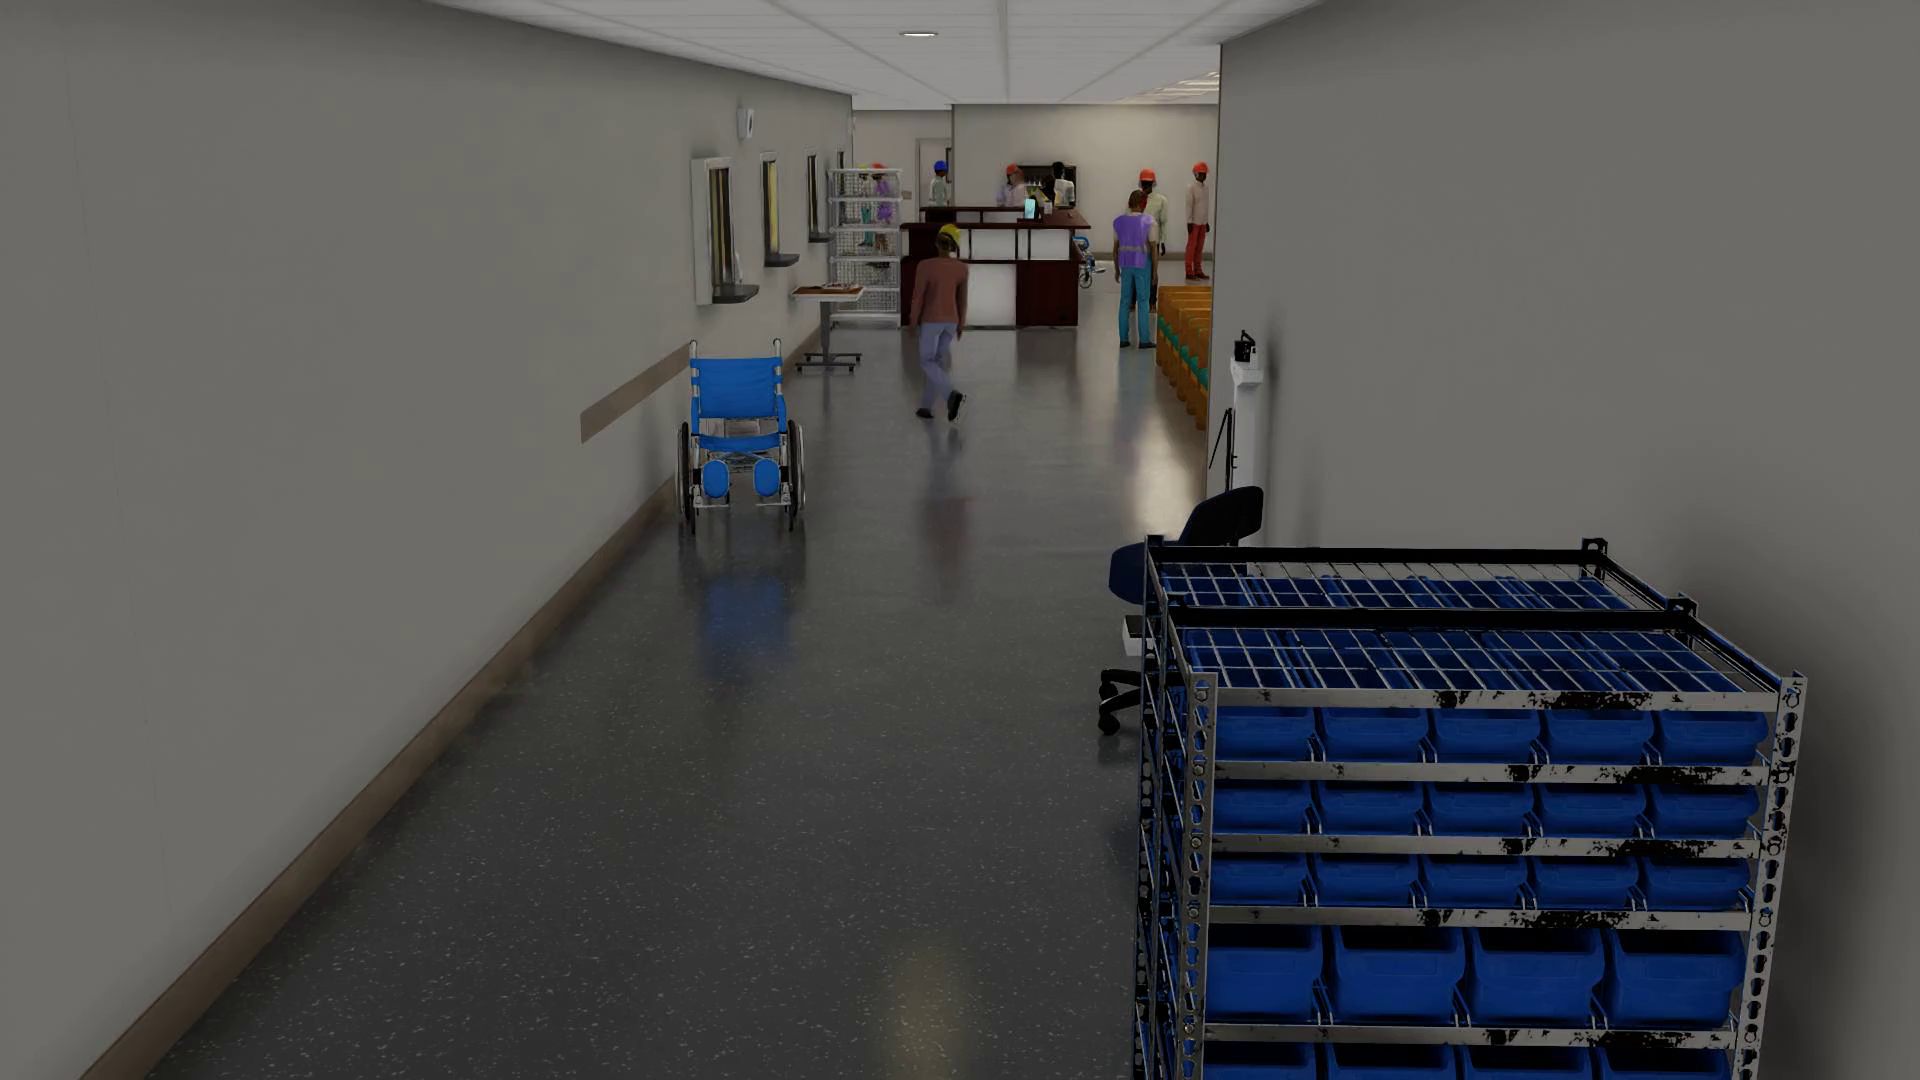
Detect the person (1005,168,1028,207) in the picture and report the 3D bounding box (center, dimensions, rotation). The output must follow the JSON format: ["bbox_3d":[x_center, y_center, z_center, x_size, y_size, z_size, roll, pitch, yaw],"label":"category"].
[{"bbox_3d":[1.009,-5.544,29.098,0.622,1.867,0.704,0,14,-1],"label":"person"}]

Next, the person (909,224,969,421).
[{"bbox_3d":[-0.138,-1.898,14.588,0.562,1.715,0.703,-9,17,-34],"label":"person"}]

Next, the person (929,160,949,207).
[{"bbox_3d":[-0.407,-6.342,32.155,0.400,1.949,0.605,-3,14,-10],"label":"person"}]

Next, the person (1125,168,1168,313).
[{"bbox_3d":[2.593,-4.189,23.316,0.608,1.997,0.374,3,14,11],"label":"person"}]

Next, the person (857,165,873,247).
[{"bbox_3d":[-2.096,-7.345,36.610,0.329,1.765,0.525,-4,14,-14],"label":"person"}]

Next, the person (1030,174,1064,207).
[{"bbox_3d":[1.419,-4.980,26.876,0.625,1.838,0.430,-7,16,-28],"label":"person"}]

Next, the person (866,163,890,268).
[{"bbox_3d":[-1.589,-6.019,30.885,0.602,1.922,0.580,3,14,10],"label":"person"}]

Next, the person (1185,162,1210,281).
[{"bbox_3d":[4.057,-5.423,28.331,0.381,1.994,0.617,11,18,39],"label":"person"}]

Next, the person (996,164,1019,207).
[{"bbox_3d":[0.931,-5.756,29.826,0.549,1.929,0.384,-2,14,-9],"label":"person"}]

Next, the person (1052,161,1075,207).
[{"bbox_3d":[1.802,-5.947,30.516,0.605,1.966,0.367,-1,14,-4],"label":"person"}]

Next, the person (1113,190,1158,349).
[{"bbox_3d":[2.049,-3.160,19.472,0.563,1.837,0.389,8,16,29],"label":"person"}]
